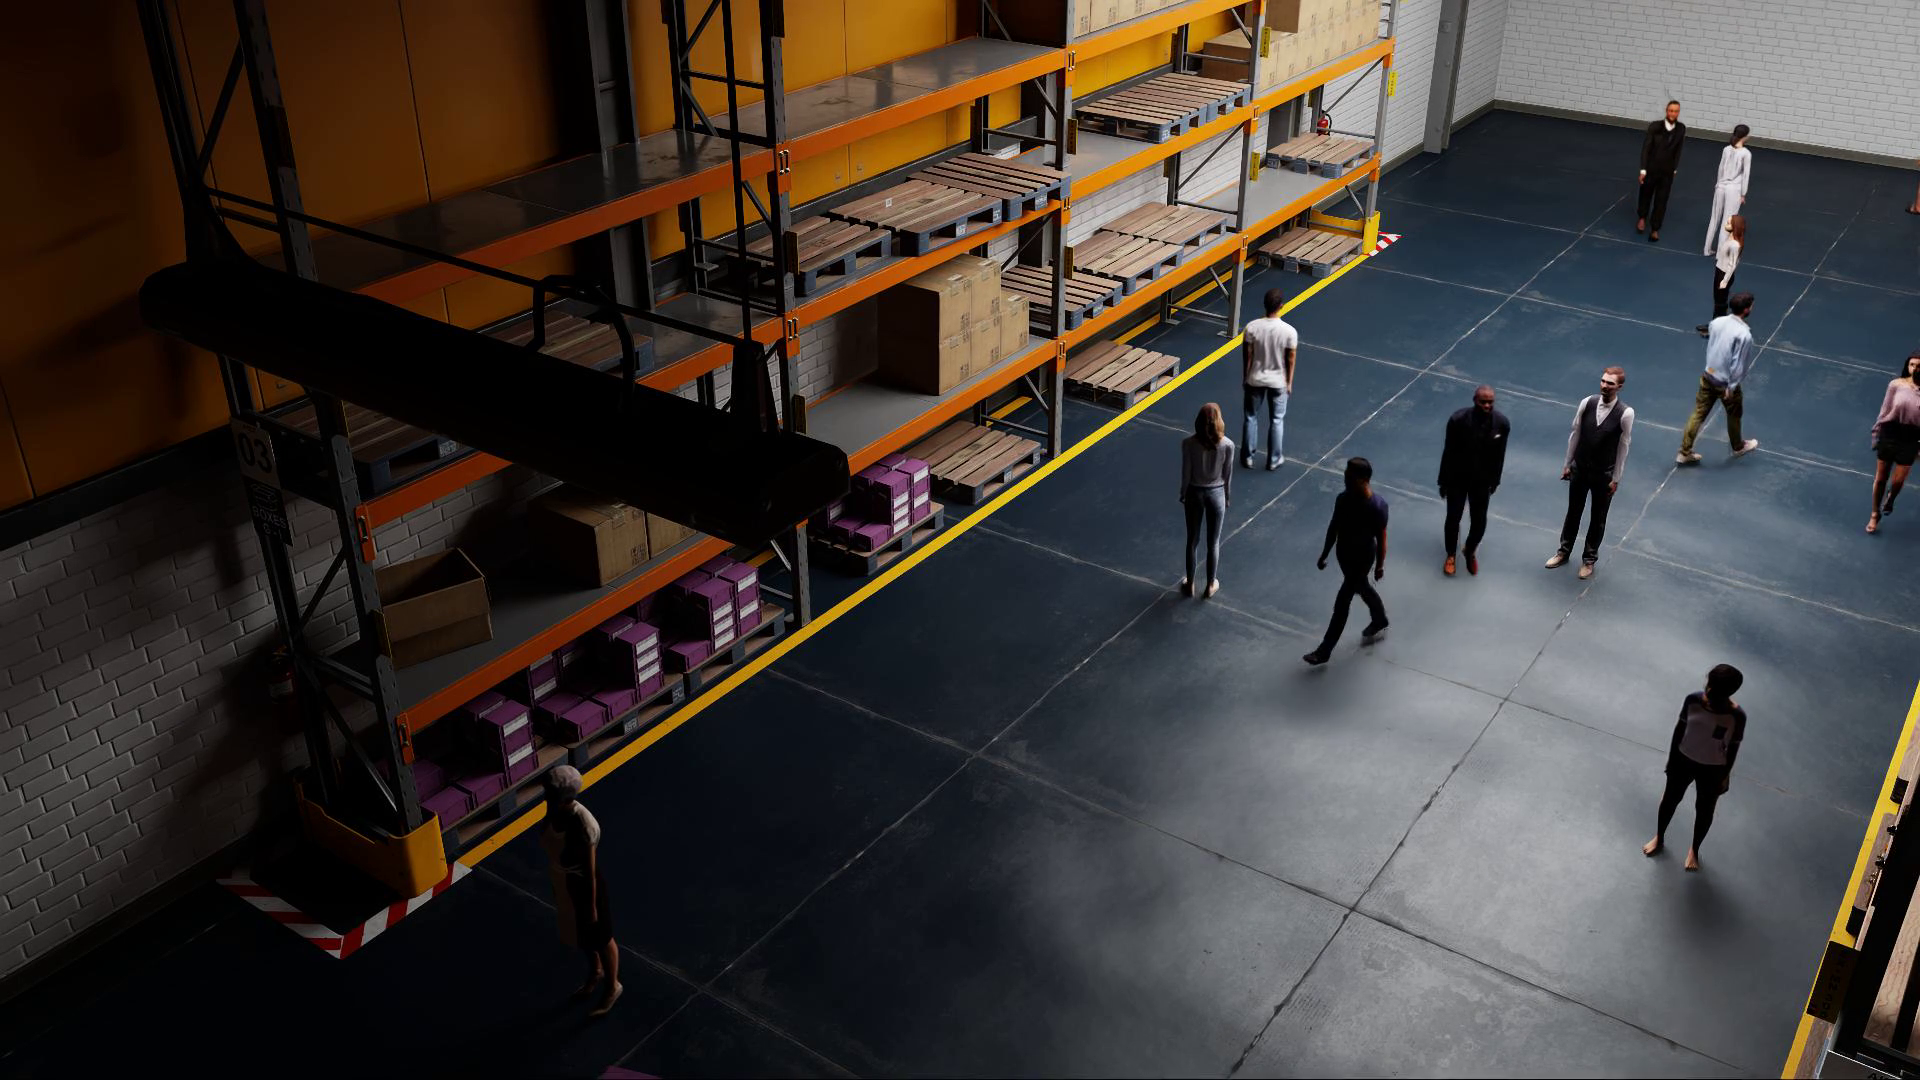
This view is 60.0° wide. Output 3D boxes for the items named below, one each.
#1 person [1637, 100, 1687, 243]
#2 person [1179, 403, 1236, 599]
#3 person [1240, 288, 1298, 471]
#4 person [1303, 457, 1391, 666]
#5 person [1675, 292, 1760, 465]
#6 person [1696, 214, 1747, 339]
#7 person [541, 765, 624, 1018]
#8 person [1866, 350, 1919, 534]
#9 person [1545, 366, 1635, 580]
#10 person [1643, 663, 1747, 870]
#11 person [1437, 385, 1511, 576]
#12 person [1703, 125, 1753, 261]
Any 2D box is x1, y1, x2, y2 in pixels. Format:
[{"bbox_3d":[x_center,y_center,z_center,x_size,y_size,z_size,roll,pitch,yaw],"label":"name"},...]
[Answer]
[{"bbox_3d":[9.516,-5.063,22.741,0.976,1.856,1.344,7,29,13],"label":"person"},{"bbox_3d":[2.085,-0.342,14.149,0.660,1.796,0.648,5,29,9],"label":"person"},{"bbox_3d":[3.014,-1.578,16.344,0.735,1.864,0.664,9,30,15],"label":"person"},{"bbox_3d":[3.240,0.133,13.344,1.300,1.732,0.972,-18,33,-29],"label":"person"},{"bbox_3d":[7.421,-1.550,16.385,1.227,1.776,1.098,-9,30,-16],"label":"person"},{"bbox_3d":[8.989,-3.102,19.534,0.670,1.484,0.545,6,29,11],"label":"person"},{"bbox_3d":[-2.212,2.055,9.801,0.607,1.751,0.644,-23,36,-36],"label":"person"},{"bbox_3d":[8.586,-0.903,15.174,0.655,1.799,0.712,21,35,33],"label":"person"},{"bbox_3d":[5.535,-0.617,14.505,0.688,1.938,0.601,24,37,36],"label":"person"},{"bbox_3d":[4.932,1.469,11.069,0.573,1.566,0.538,22,35,34],"label":"person"},{"bbox_3d":[4.440,-0.559,14.536,0.797,1.805,0.792,6,29,10],"label":"person"},{"bbox_3d":[10.161,-4.600,21.979,0.661,1.773,0.667,-16,32,-27],"label":"person"}]
